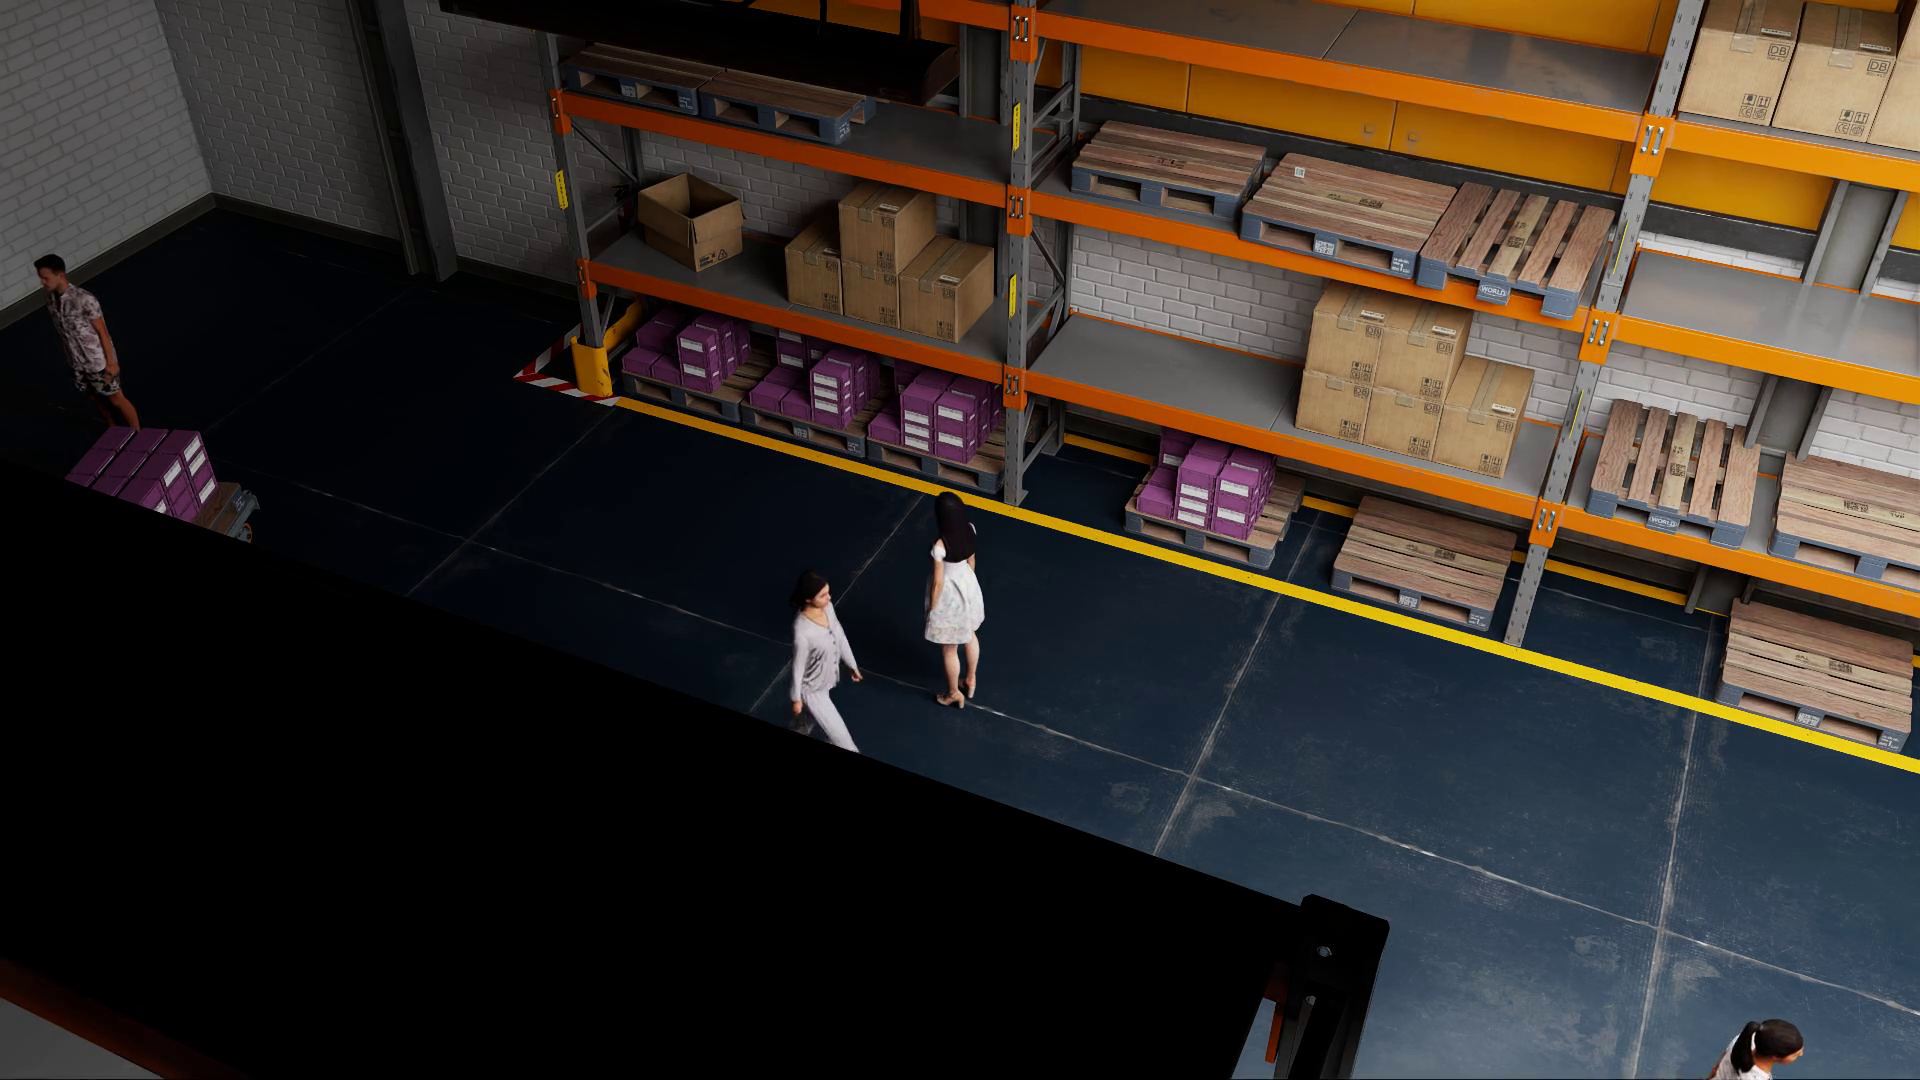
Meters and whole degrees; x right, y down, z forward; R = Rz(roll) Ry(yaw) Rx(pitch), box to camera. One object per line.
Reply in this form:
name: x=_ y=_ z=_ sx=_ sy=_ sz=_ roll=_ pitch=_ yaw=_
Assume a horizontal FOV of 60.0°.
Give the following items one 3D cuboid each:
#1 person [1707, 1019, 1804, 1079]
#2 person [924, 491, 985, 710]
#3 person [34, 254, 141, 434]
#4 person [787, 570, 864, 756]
person: x=3.664 y=2.881 z=8.225 sx=1.072 sy=1.613 sz=0.758 roll=6 pitch=39 yaw=7
person: x=-0.048 y=0.408 z=11.192 sx=0.739 sy=1.773 sz=0.731 roll=30 pitch=48 yaw=32
person: x=-7.099 y=-1.531 z=13.590 sx=0.522 sy=1.811 sz=0.743 roll=13 pitch=41 yaw=16
person: x=-0.997 y=0.893 z=10.618 sx=1.074 sy=1.734 sz=0.672 roll=14 pitch=41 yaw=17
